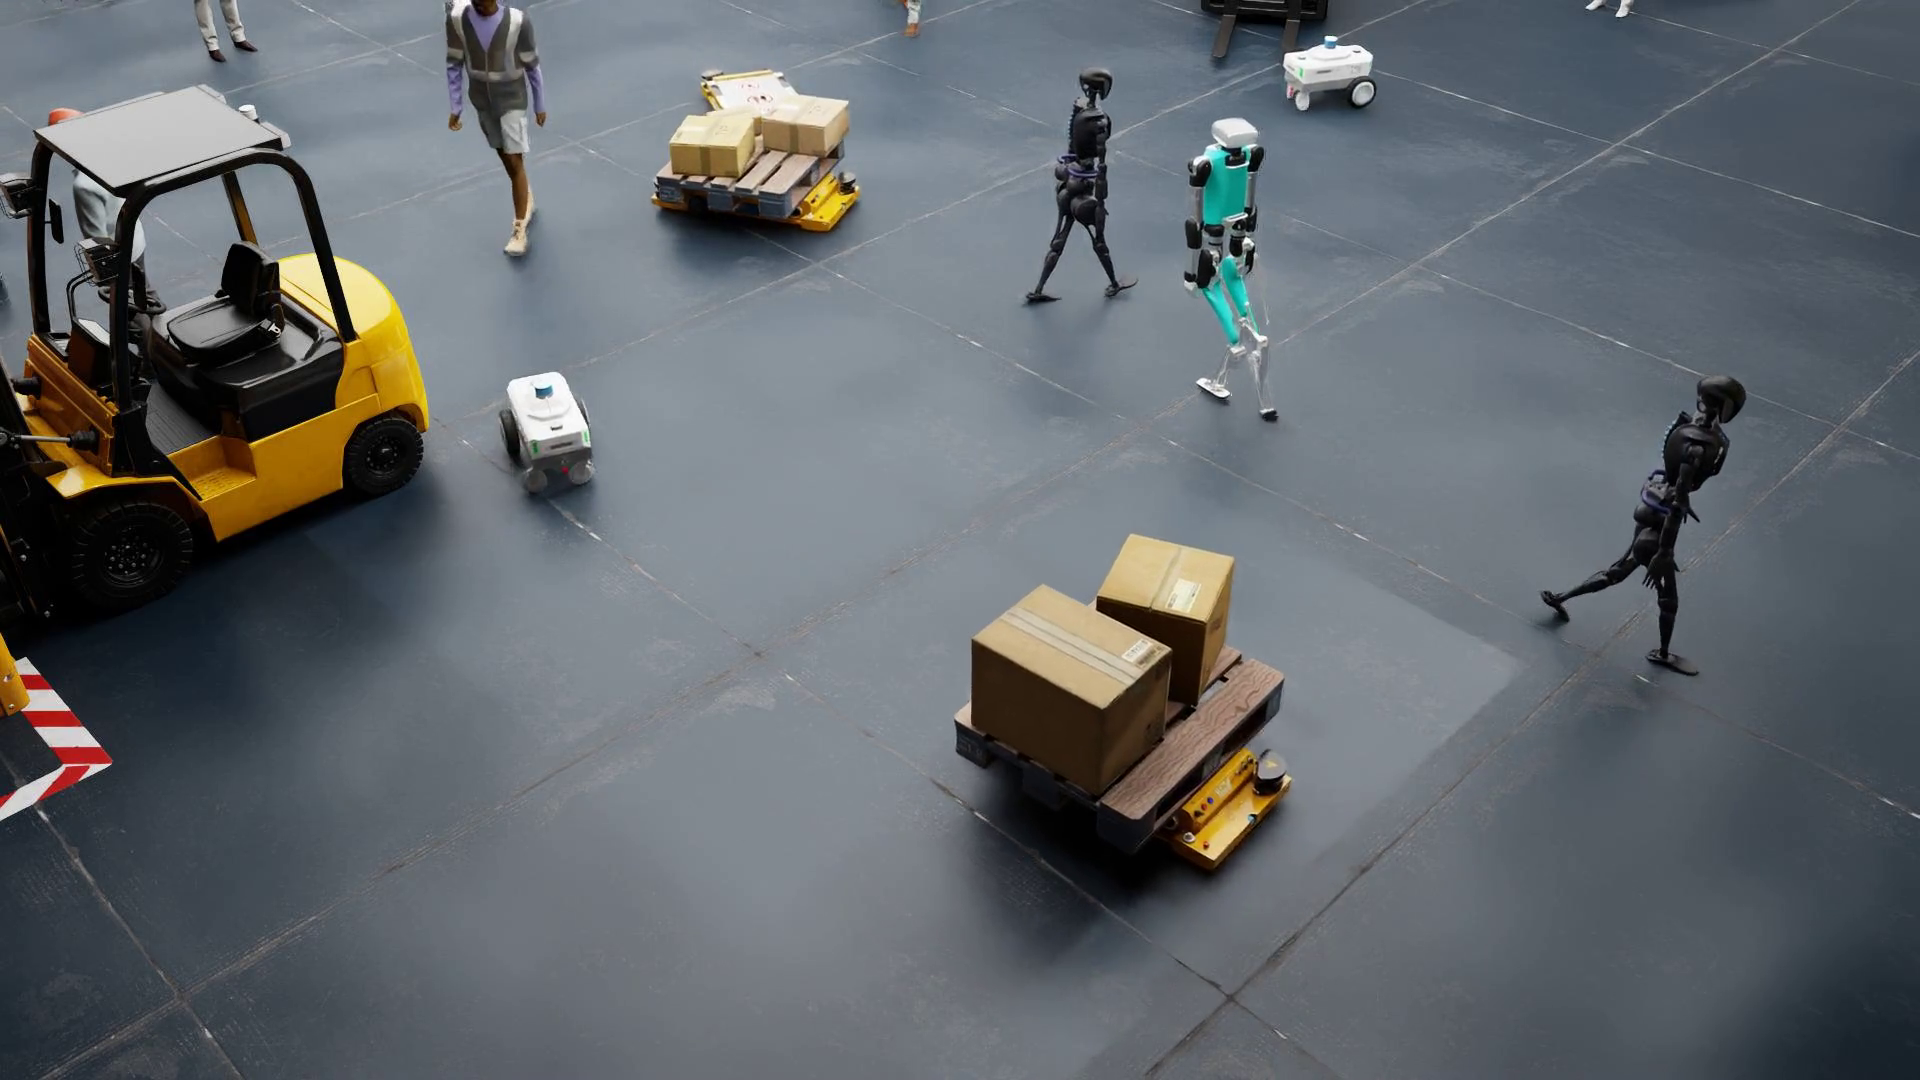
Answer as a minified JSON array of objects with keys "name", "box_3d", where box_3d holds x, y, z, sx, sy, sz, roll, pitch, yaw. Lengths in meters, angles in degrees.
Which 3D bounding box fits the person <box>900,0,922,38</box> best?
[{"name":"person","box_3d":[-0.515,-5.639,15.184,0.666,1.903,0.713,3,37,4]}]

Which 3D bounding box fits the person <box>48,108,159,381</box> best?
[{"name":"person","box_3d":[-5.189,-1.802,10.181,0.351,1.739,0.572,-4,37,-5]}]

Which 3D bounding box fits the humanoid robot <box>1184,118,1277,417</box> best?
[{"name":"humanoid robot","box_3d":[1.690,-1.504,9.874,0.553,1.890,0.787,-24,43,-28]}]

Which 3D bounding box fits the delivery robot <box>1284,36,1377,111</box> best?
[{"name":"delivery robot","box_3d":[3.124,-3.947,14.058,0.786,0.614,0.525,-11,38,-14]}]

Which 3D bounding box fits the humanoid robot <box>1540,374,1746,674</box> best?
[{"name":"humanoid robot","box_3d":[3.350,-0.114,8.038,0.825,1.639,0.606,17,40,22]}]

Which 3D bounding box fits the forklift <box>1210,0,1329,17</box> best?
[{"name":"forklift","box_3d":[3.106,-6.400,15.960,1.214,2.155,2.313,8,37,10]}]

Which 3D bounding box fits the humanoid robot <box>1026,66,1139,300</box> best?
[{"name":"humanoid robot","box_3d":[0.816,-2.343,11.002,0.797,1.623,0.590,-13,39,-16]}]

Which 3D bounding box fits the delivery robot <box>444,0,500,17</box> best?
[{"name":"delivery robot","box_3d":[-4.465,-4.876,15.284,0.499,0.594,0.769,-12,39,-16]}]

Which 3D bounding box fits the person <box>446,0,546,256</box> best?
[{"name":"person","box_3d":[-3.243,-3.046,11.636,0.624,1.999,0.900,5,37,6]}]

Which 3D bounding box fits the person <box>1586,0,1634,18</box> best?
[{"name":"person","box_3d":[6.251,-5.733,15.533,0.519,1.632,0.313,30,46,34]}]

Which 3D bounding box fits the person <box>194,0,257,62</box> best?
[{"name":"person","box_3d":[-6.626,-5.146,14.622,0.385,1.780,0.539,26,44,31]}]

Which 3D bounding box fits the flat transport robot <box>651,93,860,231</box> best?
[{"name":"flat transport robot","box_3d":[-1.539,-2.626,12.511,1.431,0.231,0.659,11,38,15]}]

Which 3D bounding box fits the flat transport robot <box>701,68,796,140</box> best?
[{"name":"flat transport robot","box_3d":[-1.678,-3.580,13.789,0.659,0.231,1.431,-12,38,-15]}]

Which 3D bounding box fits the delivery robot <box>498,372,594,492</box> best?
[{"name":"delivery robot","box_3d":[-2.387,-0.667,9.652,0.501,0.597,0.768,-15,39,-19]}]

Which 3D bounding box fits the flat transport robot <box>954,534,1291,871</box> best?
[{"name":"flat transport robot","box_3d":[0.747,0.958,7.714,1.431,0.231,0.659,27,44,31]}]

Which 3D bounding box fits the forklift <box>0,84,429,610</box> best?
[{"name":"forklift","box_3d":[-4.145,-1.093,8.856,2.313,2.155,1.214,-31,47,-34]}]
